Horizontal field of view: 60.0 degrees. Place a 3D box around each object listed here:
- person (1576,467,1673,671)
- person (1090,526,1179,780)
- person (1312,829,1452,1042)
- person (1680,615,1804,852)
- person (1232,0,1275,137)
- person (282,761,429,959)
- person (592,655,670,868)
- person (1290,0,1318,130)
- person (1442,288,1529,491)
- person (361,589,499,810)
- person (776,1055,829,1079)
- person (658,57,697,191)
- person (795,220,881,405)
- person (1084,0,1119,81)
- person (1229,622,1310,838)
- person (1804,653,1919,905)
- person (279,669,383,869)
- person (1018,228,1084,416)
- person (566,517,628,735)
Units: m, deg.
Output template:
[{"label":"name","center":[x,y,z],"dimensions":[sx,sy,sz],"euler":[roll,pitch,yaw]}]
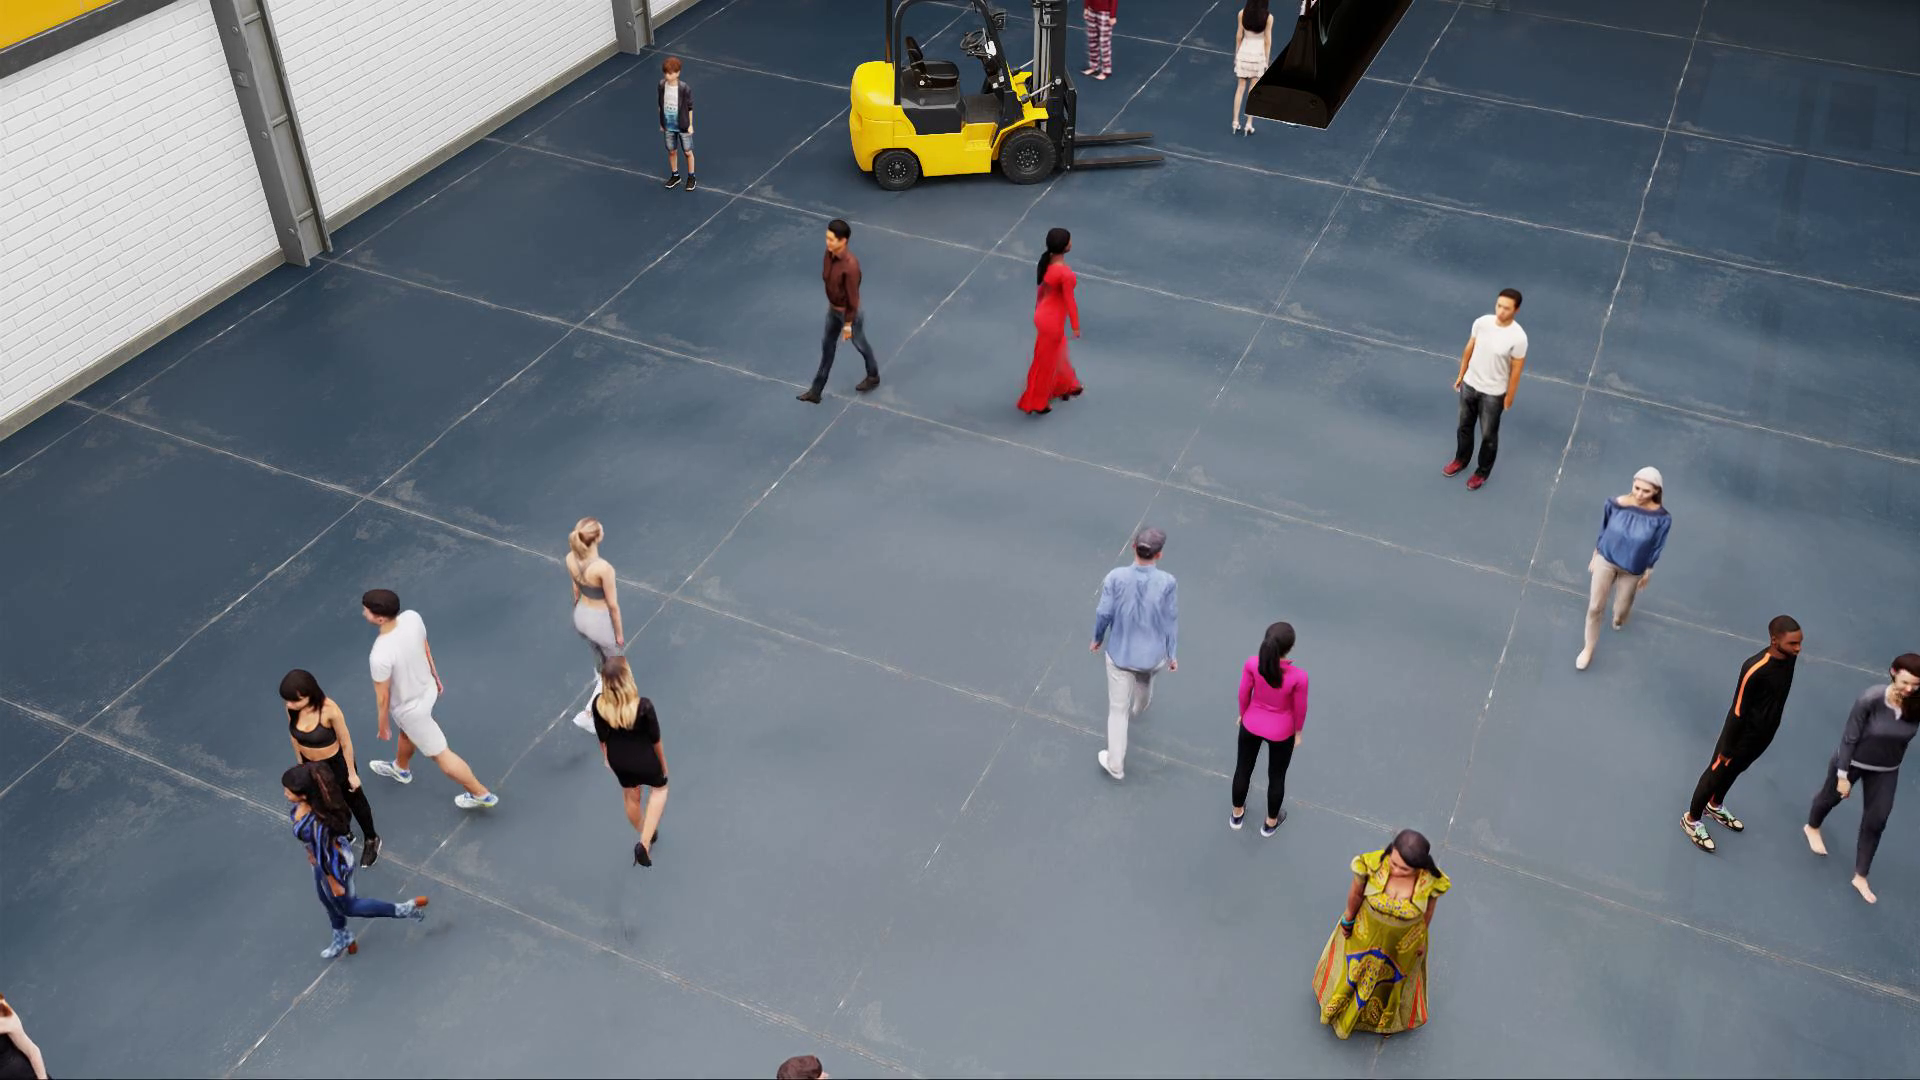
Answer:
[{"label":"person","center":[4.732,0.156,11.866],"dimensions":[0.703,1.682,0.942],"euler":[23,44,26]},{"label":"person","center":[1.162,0.785,10.955],"dimensions":[0.983,1.825,1.239],"euler":[1,39,2]},{"label":"person","center":[2.400,2.183,9.347],"dimensions":[0.907,1.658,0.842],"euler":[9,39,11]},{"label":"person","center":[4.955,1.184,10.470],"dimensions":[0.652,1.808,0.770],"euler":[-22,44,-25]},{"label":"person","center":[3.291,-5.426,18.806],"dimensions":[0.554,1.734,0.523],"euler":[18,42,21]},{"label":"person","center":[-3.610,1.881,9.760],"dimensions":[1.015,1.603,0.945],"euler":[-14,41,-17]},{"label":"person","center":[-2.031,1.428,10.279],"dimensions":[0.678,1.665,0.782],"euler":[6,39,8]},{"label":"person","center":[4.066,-5.640,19.105],"dimensions":[0.763,1.695,0.900],"euler":[8,39,10]},{"label":"person","center":[4.302,-1.273,13.558],"dimensions":[0.692,1.803,0.722],"euler":[-30,47,-32]},{"label":"person","center":[-3.415,1.061,10.627],"dimensions":[0.900,1.804,1.218],"euler":[10,40,12]},{"label":"person","center":[-0.720,3.080,8.063],"dimensions":[0.763,1.848,0.731],"euler":[-18,42,-21]},{"label":"person","center":[-3.037,-4.475,17.845],"dimensions":[0.574,1.447,0.568],"euler":[9,39,11]},{"label":"person","center":[-0.922,-1.994,14.512],"dimensions":[1.217,1.730,0.998],"euler":[-26,46,-29]},{"label":"person","center":[1.713,-6.417,20.072],"dimensions":[0.629,1.701,0.676],"euler":[-31,48,-33]},{"label":"person","center":[1.949,1.195,10.551],"dimensions":[0.577,1.699,0.539],"euler":[15,41,18]},{"label":"person","center":[5.593,1.319,10.350],"dimensions":[0.826,1.746,1.032],"euler":[3,39,4]},{"label":"person","center":[-3.924,1.385,10.354],"dimensions":[0.609,1.637,0.571],"euler":[8,39,9]},{"label":"person","center":[0.701,-1.835,14.296],"dimensions":[1.045,1.761,0.972],"euler":[-14,41,-17]},{"label":"person","center":[-2.512,0.623,11.269],"dimensions":[0.609,1.686,0.872],"euler":[20,43,24]}]
